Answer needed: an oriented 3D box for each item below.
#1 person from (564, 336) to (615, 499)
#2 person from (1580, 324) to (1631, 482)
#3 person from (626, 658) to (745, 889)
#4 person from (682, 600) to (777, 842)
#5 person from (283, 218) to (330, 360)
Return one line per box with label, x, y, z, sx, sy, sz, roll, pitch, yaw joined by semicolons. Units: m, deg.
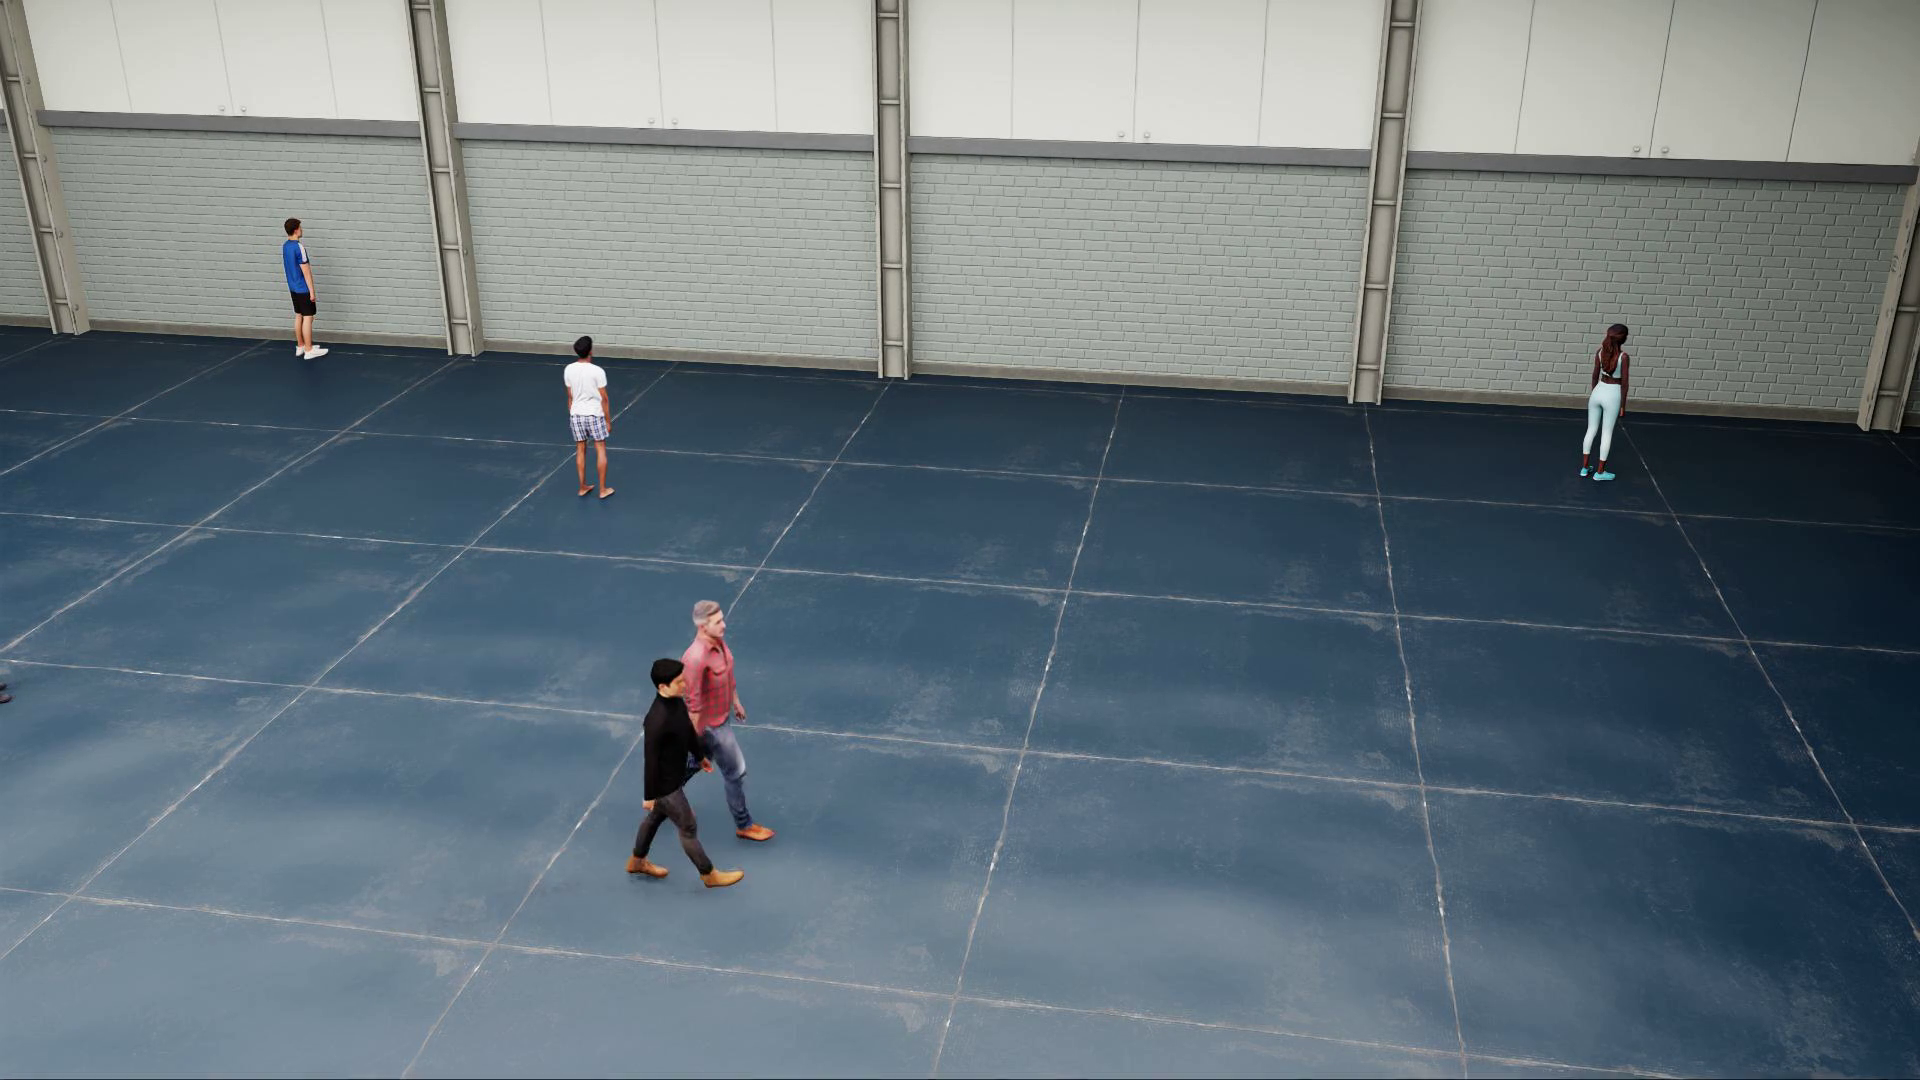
person;-3.923;-1.297;17.548;0.483;1.729;0.686;6;24;13
person;7.012;-1.510;18.055;0.714;1.724;0.648;-17;28;-34
person;-1.994;1.541;10.931;1.091;1.685;0.739;1;23;2
person;-1.814;1.238;11.506;1.166;1.793;0.723;3;23;7
person;-8.851;-3.391;22.298;0.682;1.866;0.788;18;29;35
